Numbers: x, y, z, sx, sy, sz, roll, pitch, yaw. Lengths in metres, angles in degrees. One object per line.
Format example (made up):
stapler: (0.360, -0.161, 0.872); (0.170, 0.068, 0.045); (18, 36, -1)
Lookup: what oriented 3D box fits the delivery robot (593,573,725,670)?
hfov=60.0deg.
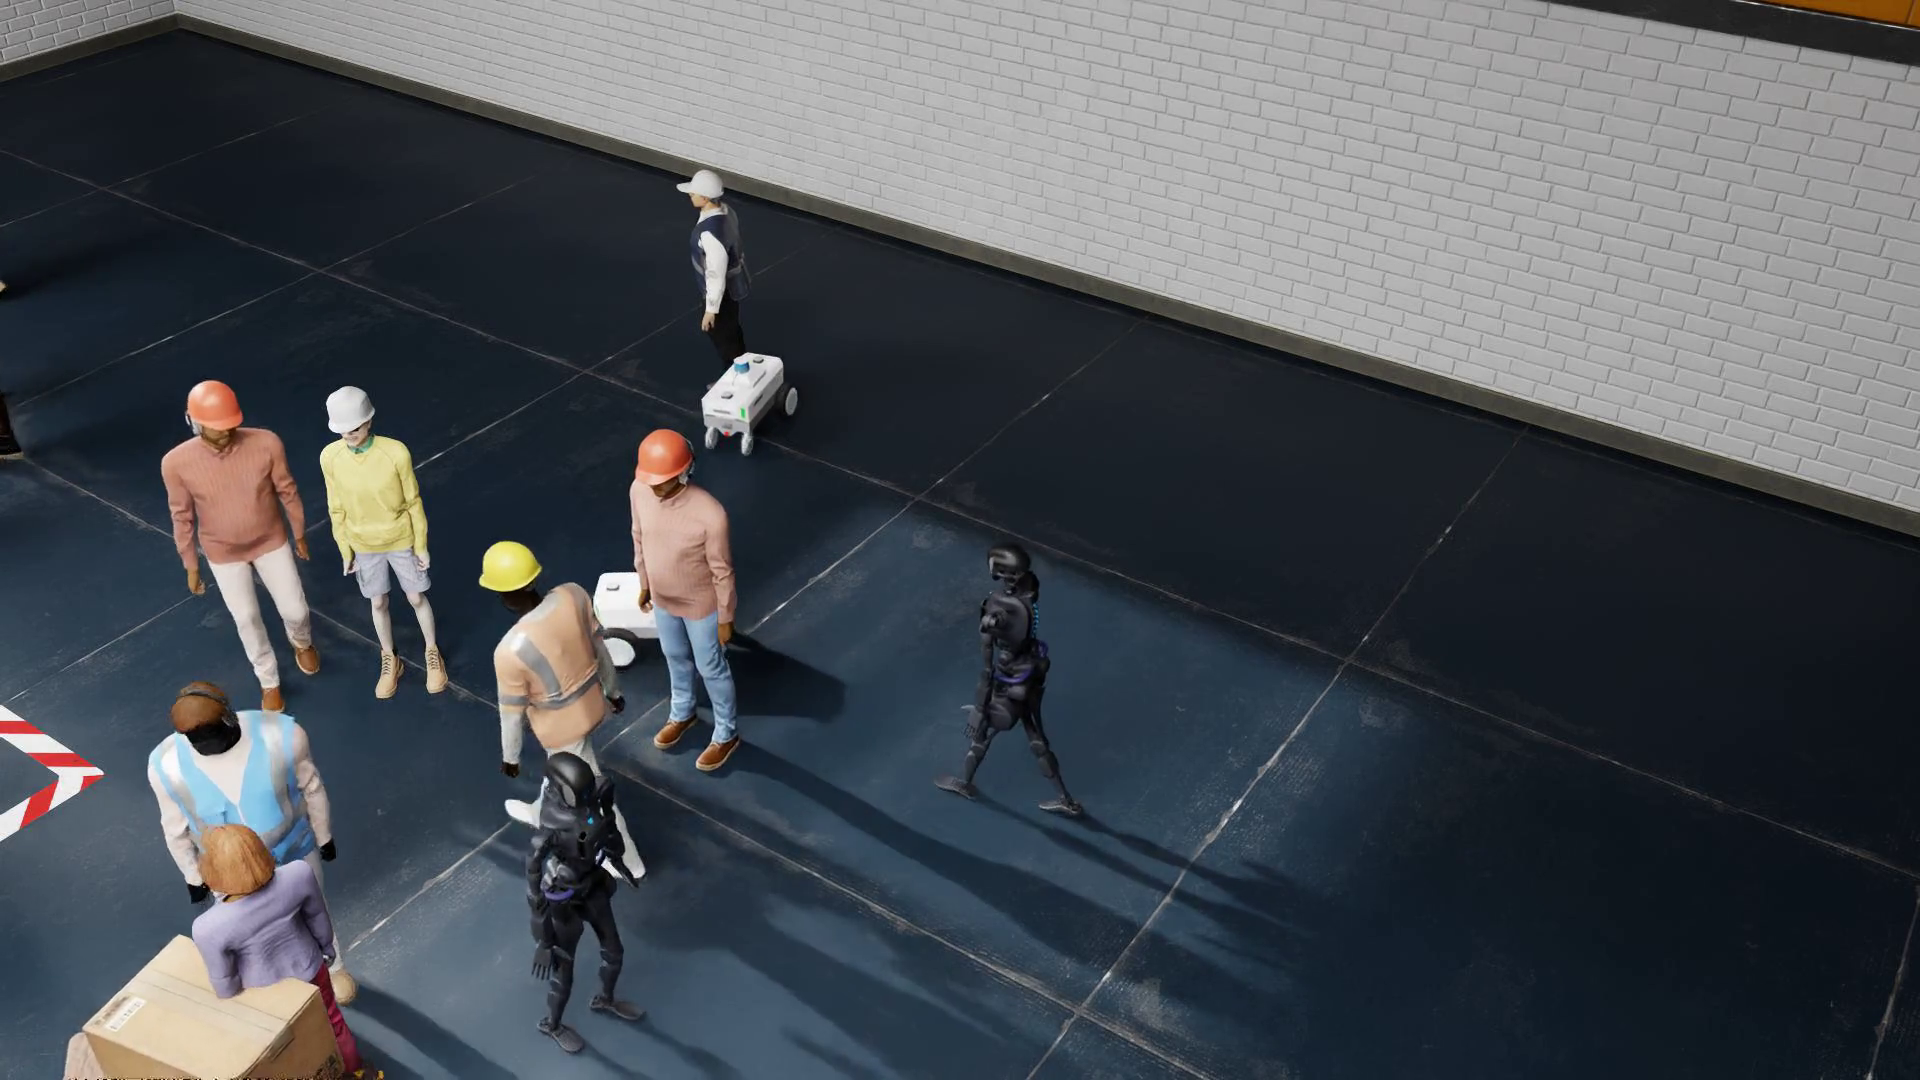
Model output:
delivery robot: (-1.715, 0.396, 9.451); (0.789, 0.598, 0.499); (0, 35, 0)

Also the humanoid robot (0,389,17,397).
humanoid robot: (-6.847, -1.615, 11.343); (0.429, 1.653, 0.599); (-22, 40, -28)

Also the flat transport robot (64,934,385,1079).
flat transport robot: (-3.040, 2.540, 6.634); (1.431, 0.231, 0.659); (-10, 36, -14)

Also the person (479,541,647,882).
person: (-1.929, 0.791, 7.728); (0.939, 1.872, 0.622); (13, 37, 18)

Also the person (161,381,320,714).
person: (-3.745, 0.042, 8.717); (0.647, 1.980, 0.435); (-14, 37, -19)

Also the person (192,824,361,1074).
person: (-2.690, 1.740, 6.585); (0.287, 1.633, 0.499); (26, 43, 32)

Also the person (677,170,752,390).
person: (-1.647, -1.701, 11.393); (0.430, 1.758, 0.751); (-1, 35, -1)

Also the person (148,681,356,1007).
person: (-2.961, 1.319, 7.024); (0.646, 1.832, 0.431); (-15, 38, -20)

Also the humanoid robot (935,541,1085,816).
humanoid robot: (0.254, 0.682, 8.108); (0.795, 1.624, 0.592); (18, 39, 23)

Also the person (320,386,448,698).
person: (-3.068, 0.007, 8.842); (0.484, 1.891, 0.380); (-5, 35, -7)

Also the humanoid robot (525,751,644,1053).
humanoid robot: (-1.605, 1.481, 6.934); (0.421, 1.636, 0.611); (16, 38, 22)

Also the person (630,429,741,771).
person: (-1.387, 0.295, 8.351); (0.615, 1.986, 0.401); (21, 40, 27)

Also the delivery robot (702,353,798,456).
delivery robot: (-1.470, -0.979, 11.426); (0.499, 0.610, 0.808); (11, 36, 15)

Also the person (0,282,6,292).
person: (-7.896, -2.471, 12.531); (0.867, 1.718, 0.621); (-15, 38, -20)

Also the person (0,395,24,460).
person: (-6.595, -1.312, 10.678); (0.556, 1.943, 0.647); (-3, 35, -5)
